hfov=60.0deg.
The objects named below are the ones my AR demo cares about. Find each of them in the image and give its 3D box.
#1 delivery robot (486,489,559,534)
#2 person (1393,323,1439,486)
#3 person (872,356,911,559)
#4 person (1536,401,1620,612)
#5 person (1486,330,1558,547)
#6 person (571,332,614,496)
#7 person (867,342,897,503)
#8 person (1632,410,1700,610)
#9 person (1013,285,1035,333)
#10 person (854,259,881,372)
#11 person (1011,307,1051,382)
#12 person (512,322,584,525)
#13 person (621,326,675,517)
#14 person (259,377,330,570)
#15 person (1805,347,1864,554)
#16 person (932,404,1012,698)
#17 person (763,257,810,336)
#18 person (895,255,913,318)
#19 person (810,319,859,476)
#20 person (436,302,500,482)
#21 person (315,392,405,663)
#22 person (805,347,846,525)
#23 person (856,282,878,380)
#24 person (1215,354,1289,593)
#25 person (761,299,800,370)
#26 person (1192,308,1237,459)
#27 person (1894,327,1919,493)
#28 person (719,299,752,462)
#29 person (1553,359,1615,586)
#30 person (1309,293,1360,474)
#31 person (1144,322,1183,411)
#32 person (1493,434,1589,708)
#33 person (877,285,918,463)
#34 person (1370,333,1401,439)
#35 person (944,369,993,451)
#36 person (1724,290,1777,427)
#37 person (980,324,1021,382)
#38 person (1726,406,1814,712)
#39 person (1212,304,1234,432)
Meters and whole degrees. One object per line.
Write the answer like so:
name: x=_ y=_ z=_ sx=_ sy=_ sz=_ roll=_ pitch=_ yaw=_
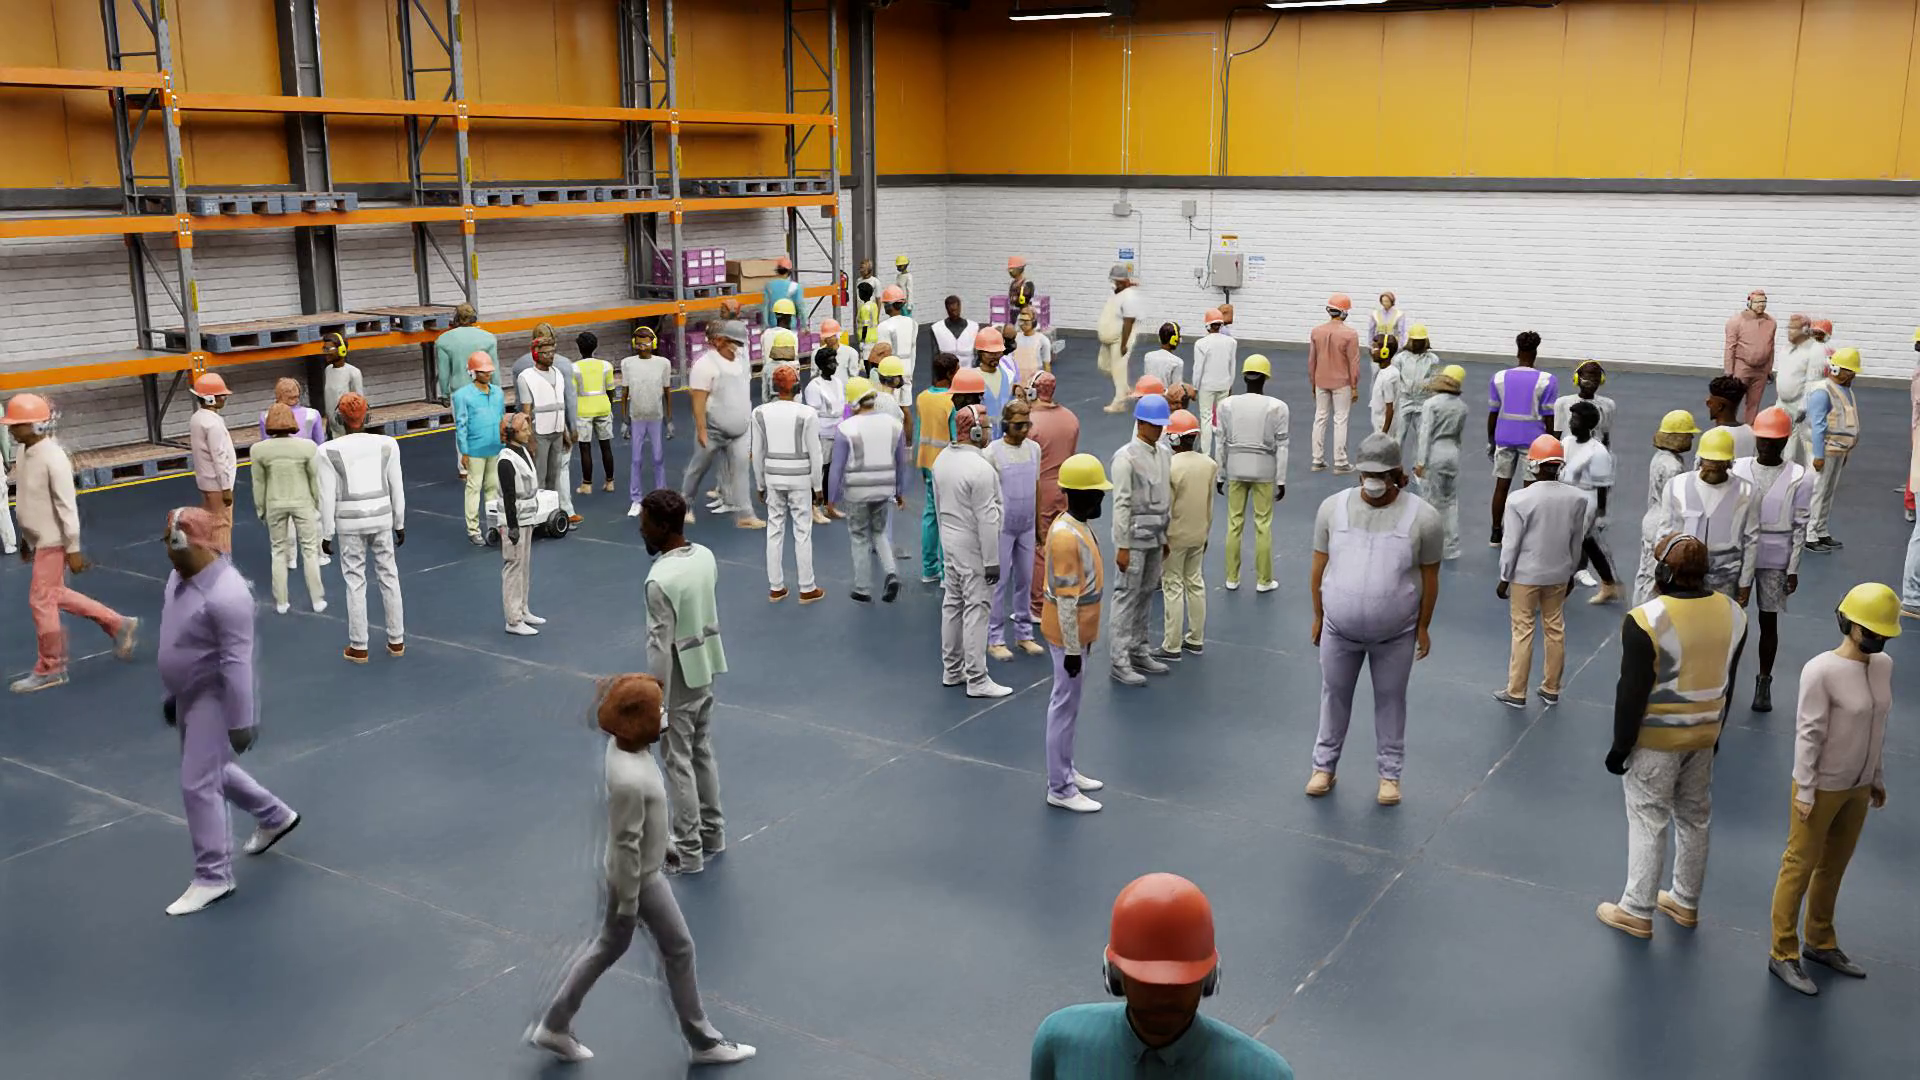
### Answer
delivery robot: x=-3.981 y=-0.295 z=15.134 sx=0.477 sy=0.478 sz=0.707 roll=6 pitch=14 yaw=24
person: x=4.820 y=-1.431 z=17.664 sx=0.492 sy=1.742 sz=0.320 roll=0 pitch=13 yaw=1
person: x=-0.613 y=-0.723 z=14.542 sx=0.325 sy=1.769 sz=0.524 roll=-4 pitch=13 yaw=-15
person: x=4.779 y=-0.259 z=12.791 sx=0.909 sy=1.652 sz=0.536 roll=-2 pitch=13 yaw=-9
person: x=4.995 y=-0.883 z=14.827 sx=0.607 sy=1.958 sz=0.367 roll=9 pitch=16 yaw=35
person: x=-3.820 y=-1.302 z=17.206 sx=0.536 sy=1.696 sz=0.322 roll=-9 pitch=16 yaw=-34
person: x=-0.786 y=-1.189 z=16.855 sx=0.281 sy=1.634 sz=0.498 roll=-4 pitch=14 yaw=-17
person: x=4.951 y=-0.048 z=11.666 sx=0.312 sy=1.744 sz=0.487 roll=2 pitch=13 yaw=11
person: x=0.789 y=-2.294 z=21.130 sx=0.328 sy=1.872 sz=0.511 roll=3 pitch=13 yaw=12
person: x=-1.503 y=-3.614 z=26.911 sx=0.504 sy=1.847 sz=0.345 roll=9 pitch=16 yaw=35
person: x=0.762 y=-1.661 z=18.440 sx=0.505 sy=1.845 sz=0.346 roll=8 pitch=15 yaw=31
person: x=-3.892 y=-1.083 z=15.729 sx=0.627 sy=1.941 sz=0.374 roll=4 pitch=14 yaw=17
person: x=-3.045 y=-1.155 z=16.205 sx=0.518 sy=1.865 sz=0.328 roll=-2 pitch=13 yaw=-9
person: x=-5.629 y=-0.558 z=14.103 sx=0.513 sy=1.642 sz=0.313 roll=-5 pitch=14 yaw=-22
person: x=7.726 y=-0.798 z=14.745 sx=0.589 sy=1.822 sz=0.403 roll=-12 pitch=18 yaw=-42
person: x=0.086 y=0.070 z=10.798 sx=0.409 sy=1.909 sz=0.640 roll=-8 pitch=15 yaw=-30
person: x=-2.588 y=-3.223 z=24.889 sx=0.634 sy=1.982 sz=1.051 roll=4 pitch=14 yaw=18
person: x=-1.005 y=-4.167 z=29.506 sx=0.340 sy=1.761 sz=0.524 roll=-7 pitch=15 yaw=-28
person: x=-1.382 y=-1.556 z=18.223 sx=0.574 sy=1.737 sz=0.354 roll=4 pitch=14 yaw=16
person: x=-5.277 y=-1.589 z=17.921 sx=0.635 sy=1.937 sz=0.352 roll=-4 pitch=14 yaw=-17
person: x=-4.132 y=-0.084 z=11.518 sx=0.574 sy=1.883 sz=0.355 roll=-9 pitch=16 yaw=-33
person: x=-1.270 y=-1.001 z=15.902 sx=0.316 sy=1.695 sz=0.540 roll=7 pitch=15 yaw=27
person: x=-1.336 y=-2.880 z=24.054 sx=0.318 sy=1.696 sz=0.533 roll=3 pitch=13 yaw=12
person: x=2.341 y=-0.529 z=13.376 sx=0.589 sy=1.915 sz=0.398 roll=5 pitch=14 yaw=22
person: x=-1.972 y=-1.726 z=18.569 sx=0.392 sy=1.918 sz=0.585 roll=-12 pitch=18 yaw=-42
person: x=2.915 y=-1.793 z=19.211 sx=0.561 sy=1.753 sz=0.327 roll=-6 pitch=14 yaw=-23
person: x=9.998 y=-1.357 z=17.317 sx=0.339 sy=1.761 sz=0.529 roll=9 pitch=16 yaw=35
person: x=-2.573 y=-1.810 z=19.006 sx=0.360 sy=1.882 sz=0.575 roll=-6 pitch=14 yaw=-24
person: x=5.052 y=-0.544 z=13.555 sx=0.510 sy=1.865 sz=0.328 roll=0 pitch=13 yaw=-1
person: x=4.150 y=-1.732 z=18.420 sx=0.614 sy=1.994 sz=0.381 roll=12 pitch=17 yaw=41
person: x=2.037 y=-1.249 z=16.639 sx=0.338 sy=1.855 sz=0.526 roll=-11 pitch=17 yaw=-40
person: x=3.673 y=0.199 z=10.573 sx=0.563 sy=1.752 sz=0.325 roll=-3 pitch=13 yaw=-13
person: x=-0.744 y=-1.853 z=18.837 sx=0.371 sy=2.044 sz=0.607 roll=10 pitch=16 yaw=36
person: x=3.911 y=-0.981 z=15.434 sx=0.332 sy=1.874 sz=0.520 roll=3 pitch=13 yaw=15
person: x=0.064 y=-0.306 z=12.358 sx=0.357 sy=1.936 sz=0.551 roll=-1 pitch=13 yaw=-6
person: x=9.479 y=-2.041 z=19.952 sx=0.646 sy=1.908 sz=0.408 roll=-2 pitch=13 yaw=-9
person: x=0.419 y=-1.231 z=16.601 sx=0.430 sy=1.838 sz=0.624 roll=5 pitch=14 yaw=20
person: x=5.038 y=0.118 z=10.515 sx=0.545 sy=1.942 sz=0.349 roll=9 pitch=16 yaw=33
person: x=3.338 y=-2.191 z=21.202 sx=0.268 sy=1.632 sz=0.506 roll=-1 pitch=13 yaw=-6
